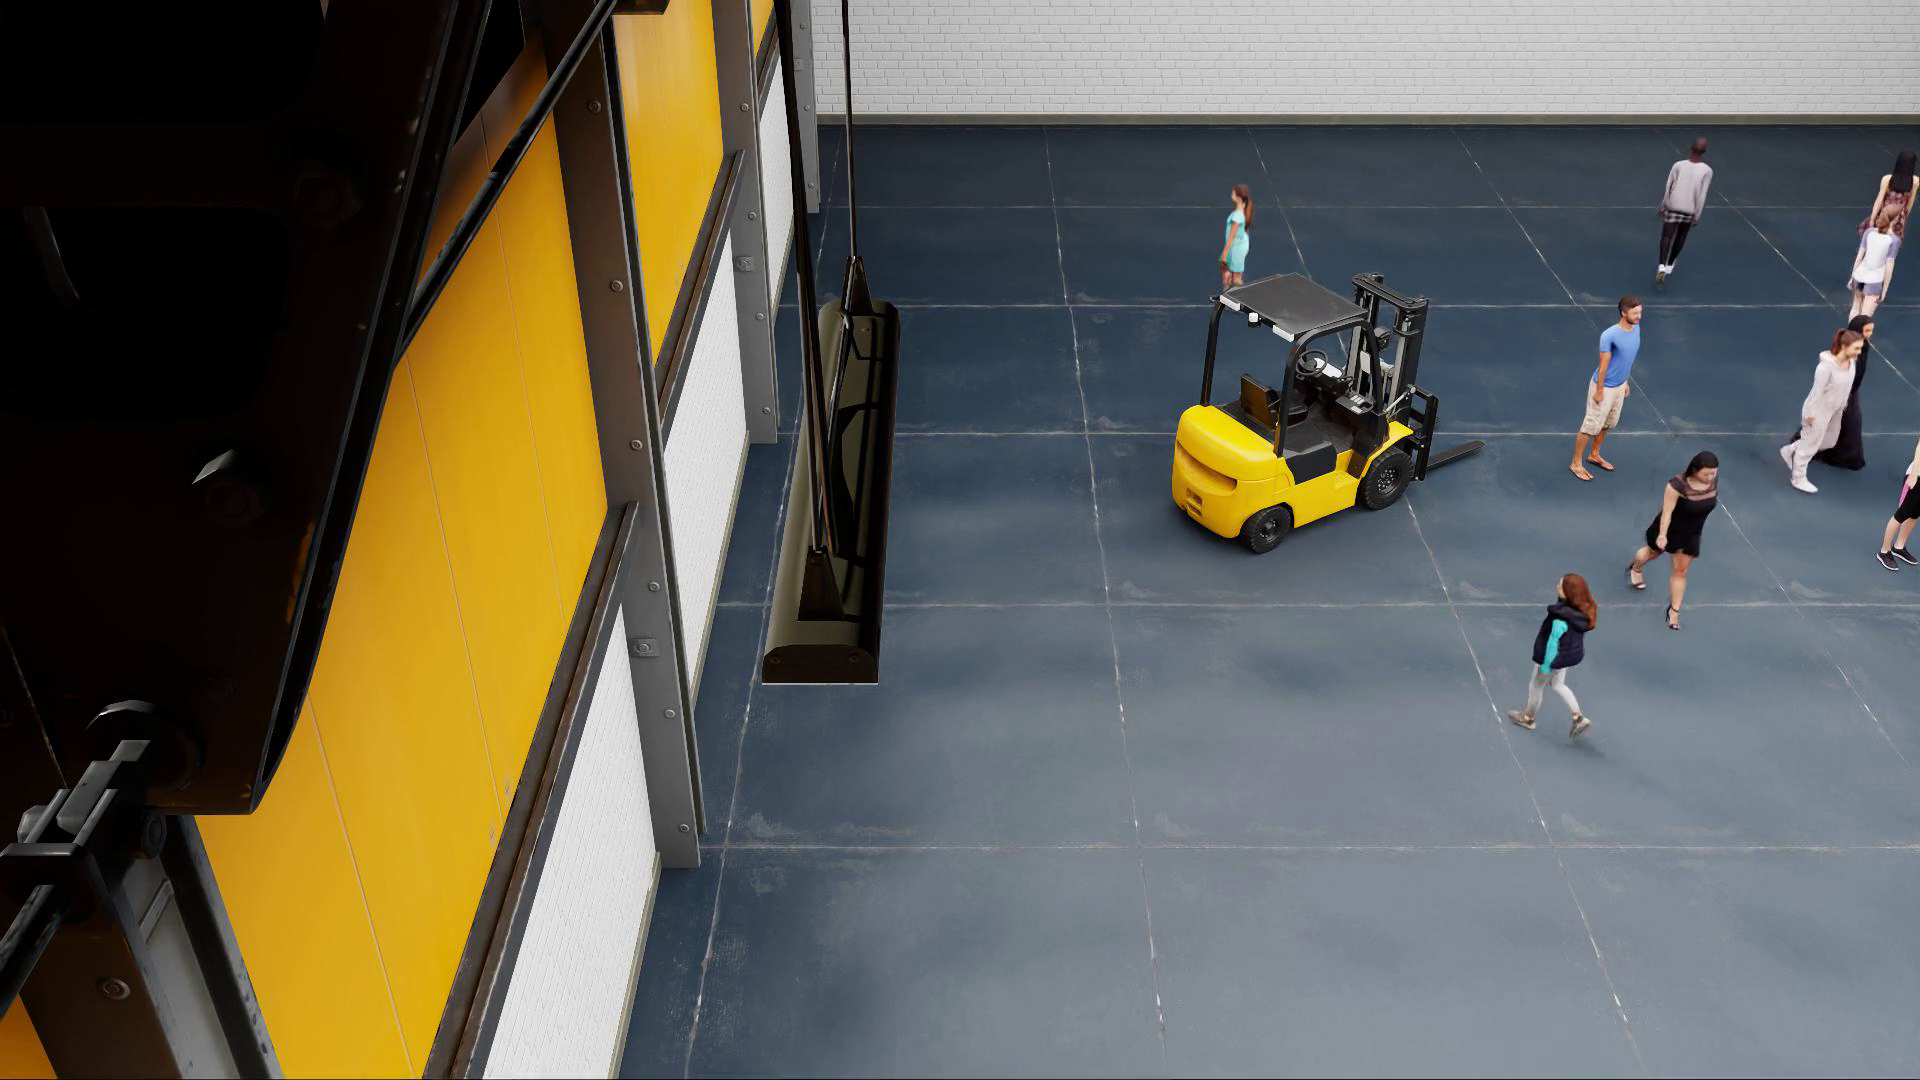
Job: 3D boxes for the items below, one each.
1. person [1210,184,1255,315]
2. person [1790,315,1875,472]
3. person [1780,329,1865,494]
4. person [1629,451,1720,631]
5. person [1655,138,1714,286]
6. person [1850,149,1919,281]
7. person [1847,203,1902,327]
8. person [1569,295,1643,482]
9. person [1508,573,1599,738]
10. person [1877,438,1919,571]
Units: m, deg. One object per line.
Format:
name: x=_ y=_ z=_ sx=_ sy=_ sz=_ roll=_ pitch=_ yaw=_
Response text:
person: x=3.228 y=-3.307 z=18.973 sx=0.765 sy=1.549 sz=0.724 roll=16 pitch=37 yaw=23
person: x=8.486 y=-1.500 z=16.202 sx=0.836 sy=1.608 sz=1.076 roll=-13 pitch=36 yaw=-18
person: x=8.140 y=-1.283 z=15.807 sx=0.828 sy=1.683 sz=0.899 roll=-19 pitch=38 yaw=-26
person: x=6.008 y=-0.103 z=14.065 sx=0.757 sy=1.646 sz=1.127 roll=-7 pitch=34 yaw=-11
person: x=8.495 y=-3.864 z=19.633 sx=0.937 sy=1.747 sz=1.179 roll=15 pitch=37 yaw=22
person: x=10.759 y=-3.615 z=19.251 sx=0.767 sy=1.754 sz=0.865 roll=10 pitch=35 yaw=15
person: x=9.801 y=-2.783 z=18.007 sx=0.983 sy=1.746 sz=1.018 roll=-21 pitch=39 yaw=-28
person: x=6.228 y=-1.499 z=15.968 sx=0.745 sy=1.863 sz=0.758 roll=-20 pitch=38 yaw=-27
person: x=4.617 y=0.896 z=12.704 sx=0.935 sy=1.490 sz=0.881 roll=27 pitch=42 yaw=34
person: x=8.497 y=-0.573 z=14.644 sx=0.670 sy=1.788 sz=0.646 roll=-12 pitch=36 yaw=-18
